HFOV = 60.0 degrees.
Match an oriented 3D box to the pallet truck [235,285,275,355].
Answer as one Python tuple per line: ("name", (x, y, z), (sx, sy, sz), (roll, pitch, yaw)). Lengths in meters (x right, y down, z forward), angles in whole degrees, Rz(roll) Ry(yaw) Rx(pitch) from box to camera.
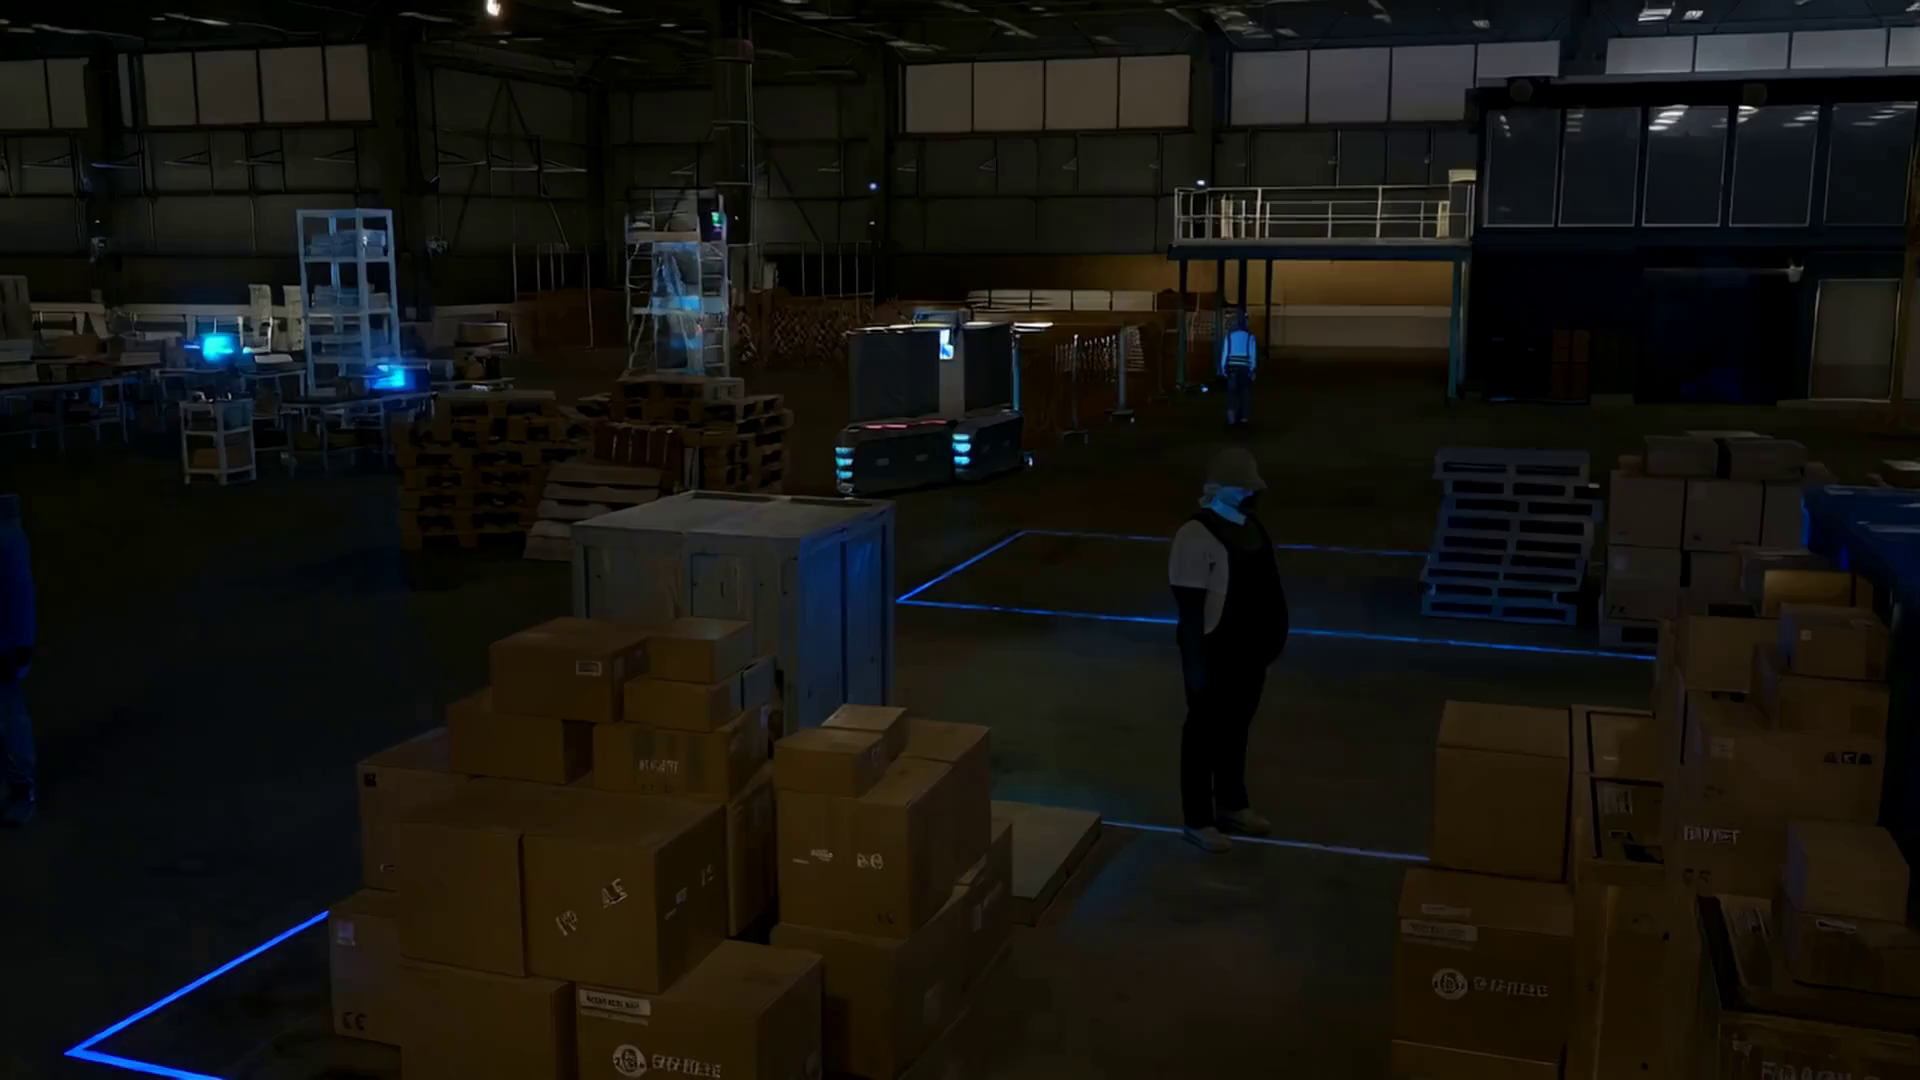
("pallet truck", (-18.327, -5.835, 44.421), (0.823, 1.965, 1.885), (4, 11, 23))

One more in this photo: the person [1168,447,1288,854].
("person", (1.387, 0.538, 8.411), (0.538, 2.000, 0.686), (8, 13, 39))

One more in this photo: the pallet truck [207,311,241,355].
("pallet truck", (-19.537, -5.575, 44.913), (0.653, 1.274, 1.630), (3, 11, 19))

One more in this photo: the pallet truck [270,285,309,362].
("pallet truck", (-17.147, -5.700, 43.663), (0.823, 1.965, 1.885), (3, 11, 17))

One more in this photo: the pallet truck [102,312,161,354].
("pallet truck", (-23.057, -5.777, 46.261), (0.680, 1.201, 1.601), (3, 11, 19))

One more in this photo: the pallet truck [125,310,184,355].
("pallet truck", (-22.038, -5.665, 45.457), (0.704, 1.261, 1.522), (3, 11, 17))

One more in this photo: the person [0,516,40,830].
("person", (-5.109, 0.519, 8.641), (0.608, 1.997, 0.375), (1, 10, 5))

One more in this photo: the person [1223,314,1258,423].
("person", (4.745, -2.901, 28.264), (0.574, 1.869, 0.685), (3, 11, 18))

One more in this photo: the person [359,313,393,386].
("person", (-11.830, -3.917, 33.586), (0.631, 2.007, 0.880), (-8, 13, -36))

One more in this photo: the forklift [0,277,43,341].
("forklift", (-27.151, -6.329, 46.328), (1.157, 1.987, 2.680), (3, 11, 17))
